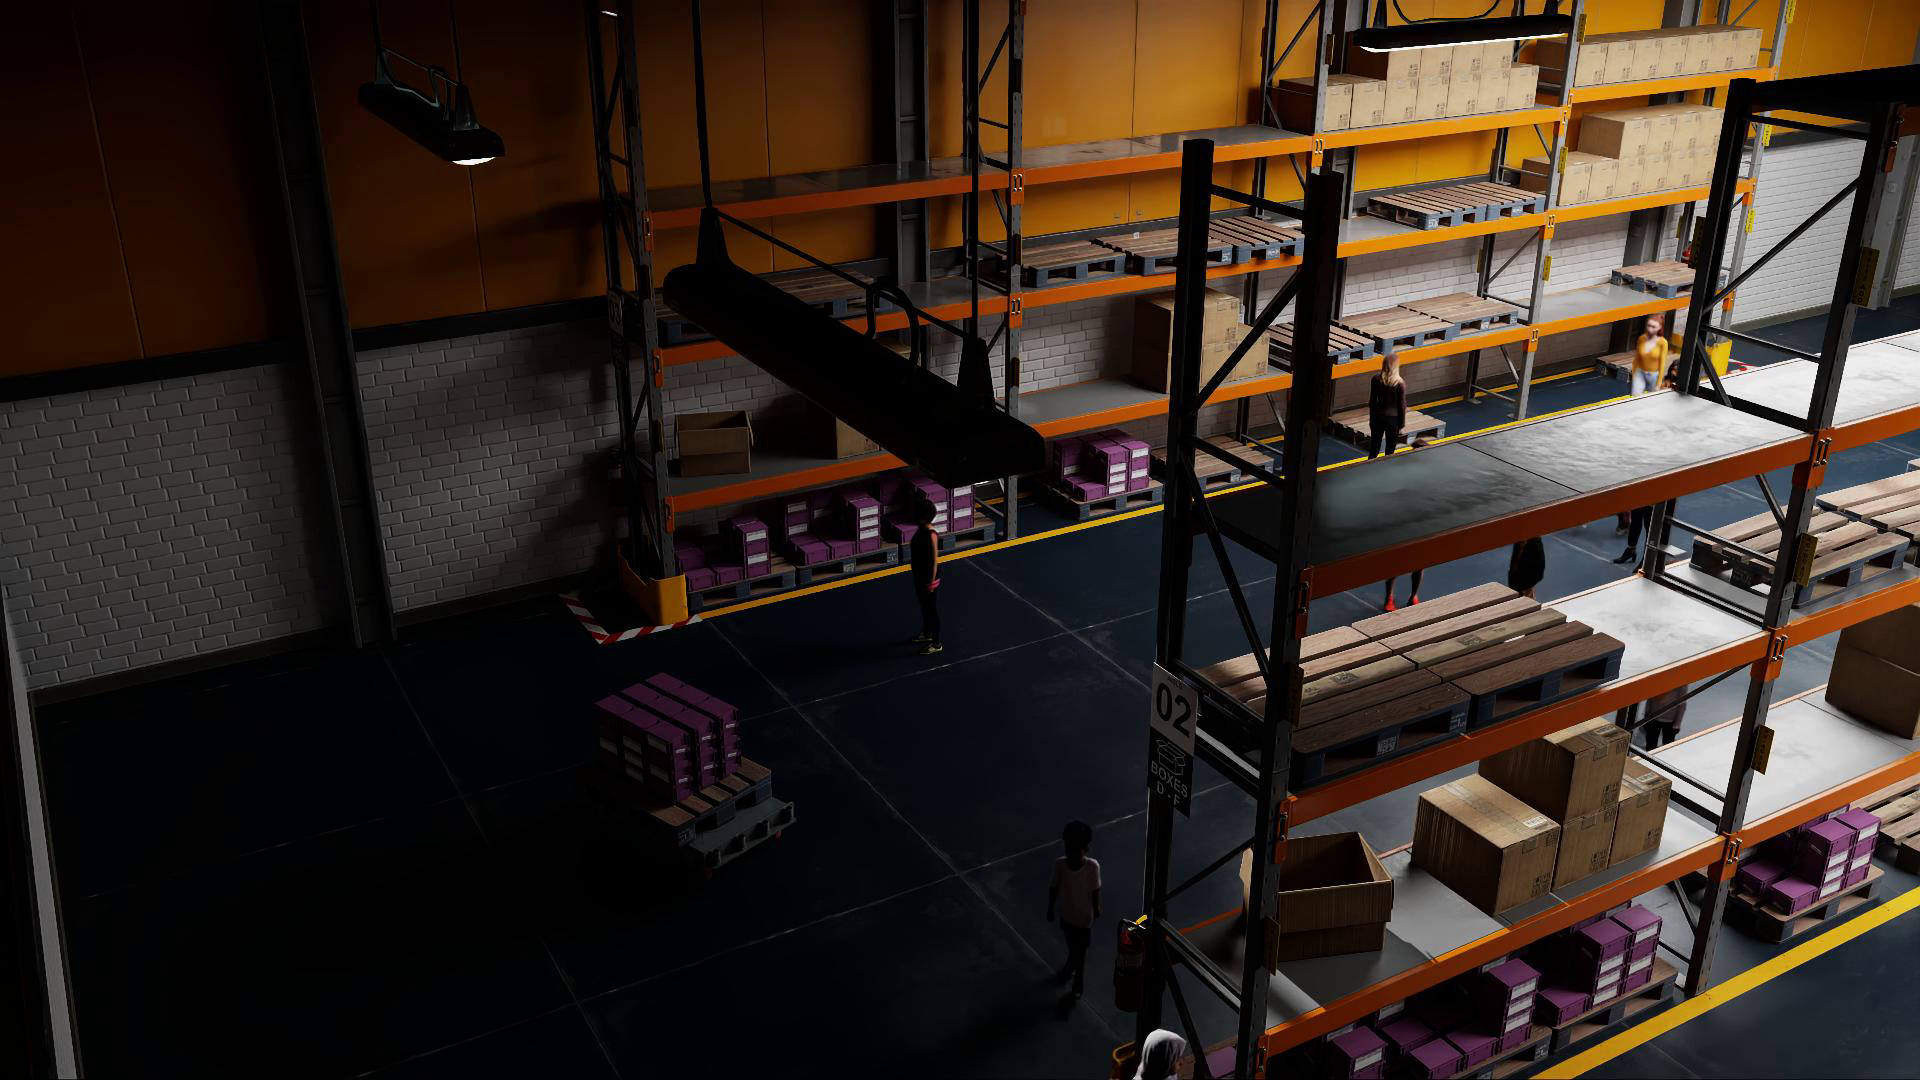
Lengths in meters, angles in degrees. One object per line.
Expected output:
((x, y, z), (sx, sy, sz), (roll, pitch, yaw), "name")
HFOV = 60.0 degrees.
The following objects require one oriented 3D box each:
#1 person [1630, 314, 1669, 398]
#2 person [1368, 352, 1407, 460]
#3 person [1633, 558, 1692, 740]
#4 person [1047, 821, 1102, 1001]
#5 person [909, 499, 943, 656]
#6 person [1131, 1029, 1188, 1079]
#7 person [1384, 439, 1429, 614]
((8.717, -2.012, 20.986), (0.803, 1.728, 1.155), (21, 31, 39), "person")
((5.011, -1.387, 19.586), (0.664, 1.703, 0.617), (19, 30, 37), "person")
((6.003, 0.924, 14.307), (0.573, 1.697, 0.694), (-2, 24, -5), "person")
((0.807, 2.449, 11.389), (0.729, 1.242, 0.795), (7, 25, 15), "person")
((-0.319, 0.326, 15.856), (0.561, 1.552, 0.586), (-7, 25, -16), "person")
((0.896, 3.309, 8.777), (0.815, 1.757, 0.692), (22, 32, 40), "person")
((4.493, -0.141, 16.556), (0.703, 1.848, 0.794), (2, 24, 5), "person")
